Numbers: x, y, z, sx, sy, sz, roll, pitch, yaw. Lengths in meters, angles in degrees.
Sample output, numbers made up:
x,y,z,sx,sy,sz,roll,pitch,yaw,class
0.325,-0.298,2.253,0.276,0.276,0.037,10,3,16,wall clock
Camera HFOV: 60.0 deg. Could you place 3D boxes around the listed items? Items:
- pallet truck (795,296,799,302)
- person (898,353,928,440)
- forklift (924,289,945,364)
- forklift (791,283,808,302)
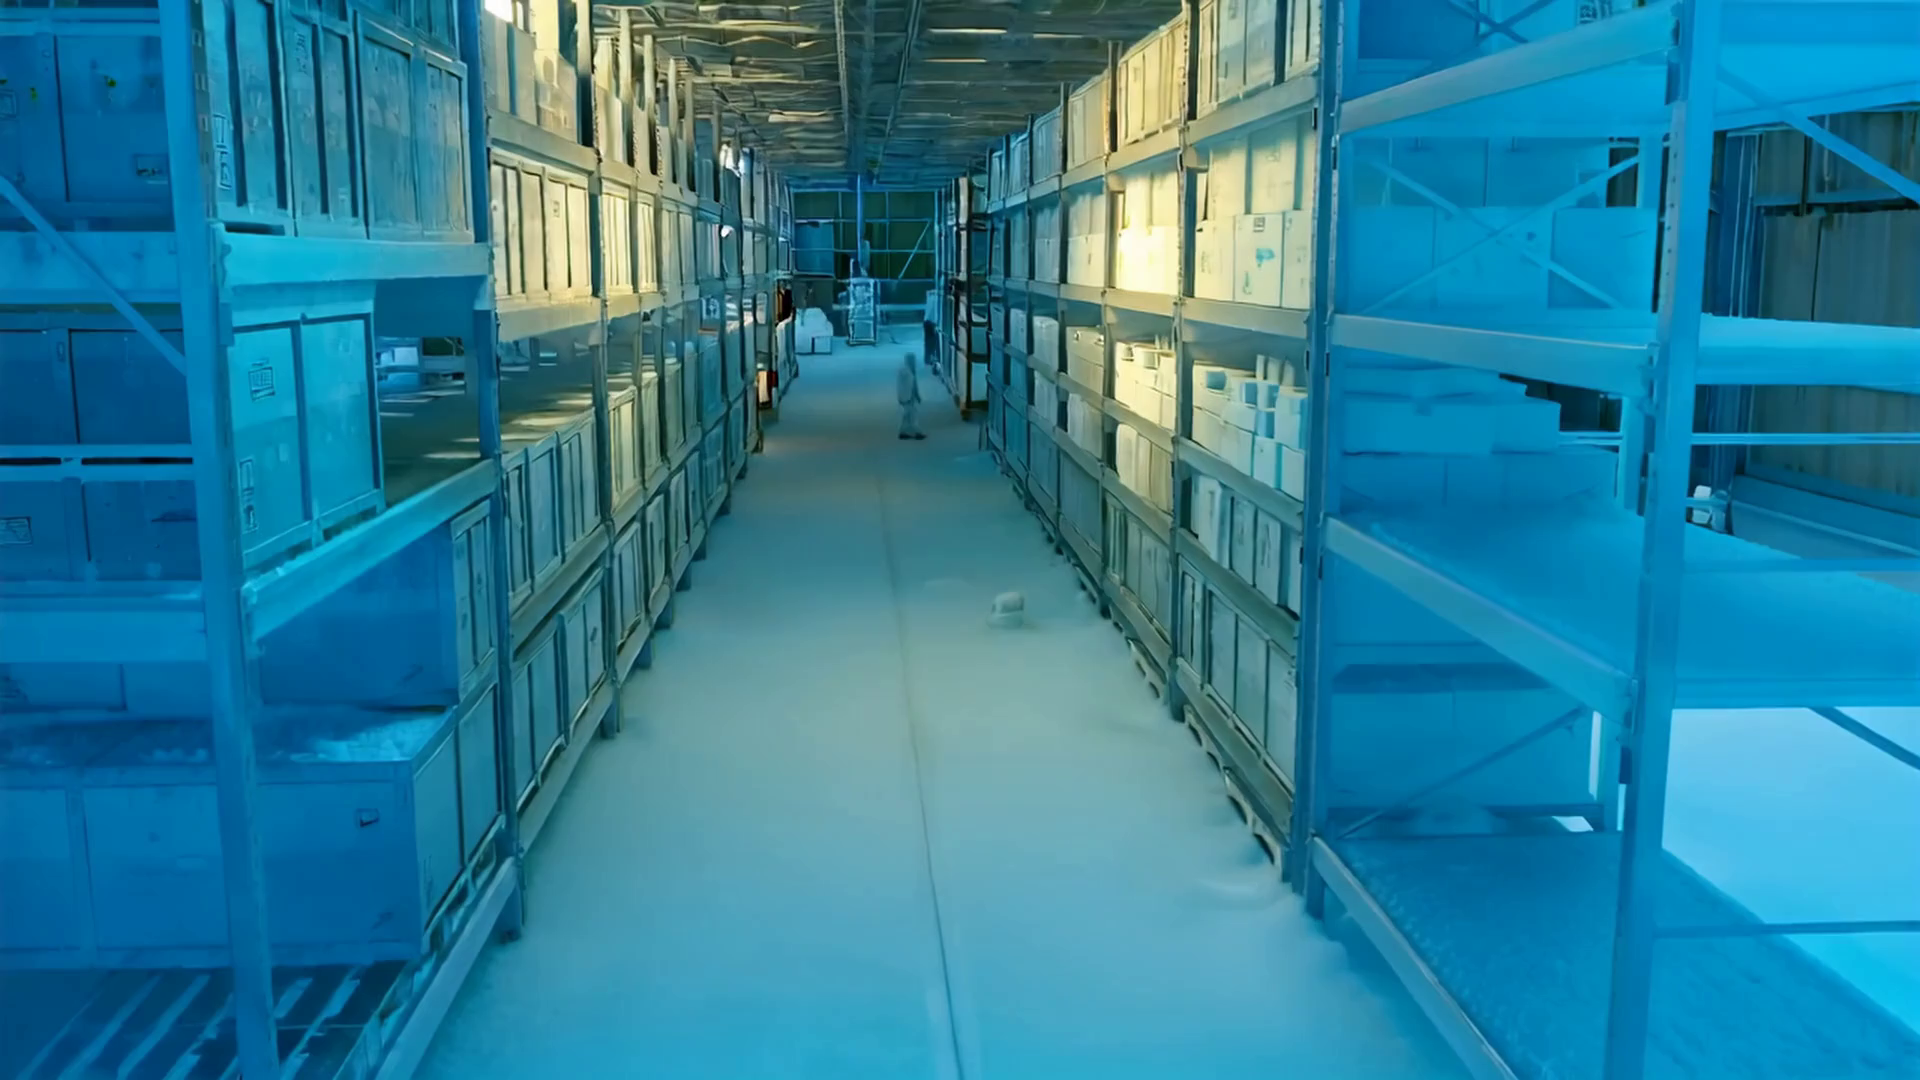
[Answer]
x,y,z,sx,sy,sz,roll,pitch,yaw,class
-8.622,-12.439,91.403,1.885,1.965,0.823,2,10,13,pallet truck
-0.978,-3.101,35.966,0.840,1.873,0.685,3,10,17,person
-0.794,-8.080,62.735,1.129,2.768,1.873,-1,10,-3,forklift
-7.751,-10.953,79.894,1.129,2.768,1.873,-4,10,-22,forklift
